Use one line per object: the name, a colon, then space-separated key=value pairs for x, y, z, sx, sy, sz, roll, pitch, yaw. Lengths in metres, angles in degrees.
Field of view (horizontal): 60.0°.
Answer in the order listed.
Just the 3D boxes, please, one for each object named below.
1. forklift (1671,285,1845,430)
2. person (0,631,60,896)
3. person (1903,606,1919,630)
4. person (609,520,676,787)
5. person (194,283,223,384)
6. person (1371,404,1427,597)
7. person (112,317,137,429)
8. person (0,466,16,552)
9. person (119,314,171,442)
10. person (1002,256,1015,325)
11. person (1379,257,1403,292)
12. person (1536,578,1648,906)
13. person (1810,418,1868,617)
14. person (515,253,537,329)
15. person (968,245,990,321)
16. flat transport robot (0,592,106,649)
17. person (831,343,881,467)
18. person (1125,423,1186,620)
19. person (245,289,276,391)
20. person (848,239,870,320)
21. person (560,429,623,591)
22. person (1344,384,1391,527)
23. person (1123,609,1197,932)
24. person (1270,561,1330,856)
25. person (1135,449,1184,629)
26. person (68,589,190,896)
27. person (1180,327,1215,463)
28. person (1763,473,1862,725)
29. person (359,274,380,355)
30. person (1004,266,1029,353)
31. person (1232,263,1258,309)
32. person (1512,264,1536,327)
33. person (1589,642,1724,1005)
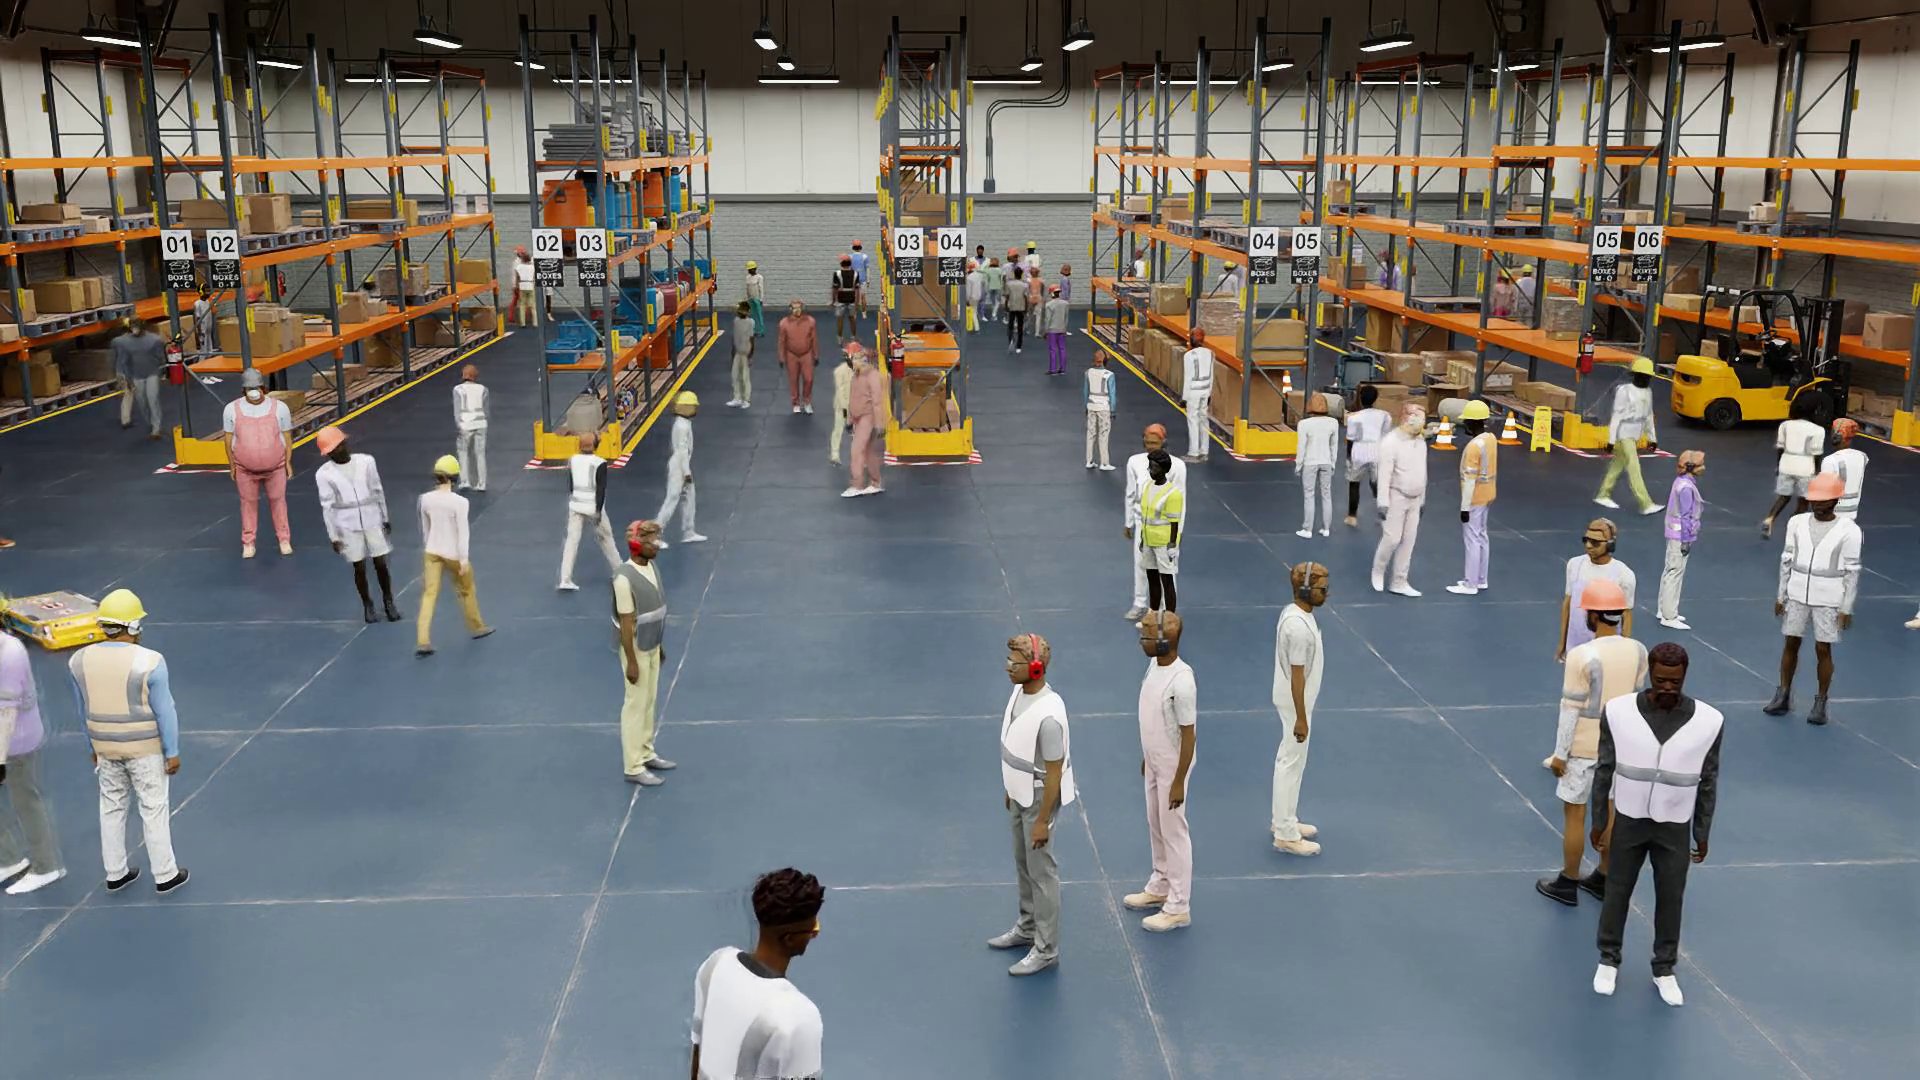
forklift: x=12.503 y=-2.886 z=26.166 sx=2.313 sy=2.155 sz=1.214 roll=-1 pitch=13 yaw=-3
person: x=-5.589 y=1.172 z=9.626 sx=0.580 sy=1.894 sz=0.561 roll=10 pitch=17 yaw=36
person: x=8.857 y=-0.046 z=14.882 sx=0.348 sy=1.846 sz=0.506 roll=-6 pitch=15 yaw=-24
person: x=-2.210 y=0.763 z=11.458 sx=0.372 sy=1.840 sz=0.569 roll=2 pitch=13 yaw=9
person: x=-13.999 y=-3.827 z=30.877 sx=0.324 sy=1.861 sz=0.512 roll=0 pitch=13 yaw=0
person: x=4.289 y=-0.384 z=16.243 sx=0.729 sy=1.878 sz=0.566 roll=-10 pitch=16 yaw=-36
person: x=-12.965 y=-2.608 z=25.990 sx=0.550 sy=1.735 sz=0.505 roll=5 pitch=14 yaw=21
person: x=-10.592 y=-0.853 z=17.973 sx=0.375 sy=1.997 sz=0.611 roll=-1 pitch=13 yaw=-3
person: x=-12.165 y=-2.450 z=24.933 sx=0.642 sy=1.916 sz=0.756 roll=-2 pitch=13 yaw=-9
person: x=1.264 y=-6.172 z=40.895 sx=0.515 sy=1.818 sz=0.906 roll=-2 pitch=13 yaw=-8
person: x=10.092 y=-5.759 z=39.125 sx=0.431 sy=1.835 sz=0.646 roll=-9 pitch=16 yaw=-33
person: x=3.642 y=1.164 z=9.590 sx=0.545 sy=1.928 sz=0.390 roll=-5 pitch=14 yaw=-21
person: x=8.117 y=-0.197 z=15.441 sx=0.584 sy=1.882 sz=0.349 roll=-8 pitch=15 yaw=-31
person: x=-10.436 y=-6.011 z=40.181 sx=0.605 sy=1.833 sz=0.457 roll=-5 pitch=14 yaw=-22
person: x=0.488 y=-6.490 z=42.034 sx=0.589 sy=1.914 sz=0.392 roll=-4 pitch=14 yaw=-15
flat transport robot: x=-8.187 y=0.701 z=15.091 sx=1.431 sy=0.197 sz=0.652 roll=11 pitch=17 yaw=40
person: x=-1.450 y=-1.822 z=22.703 sx=0.834 sy=1.696 sz=0.596 roll=10 pitch=16 yaw=36
person: x=1.794 y=-0.147 z=15.269 sx=0.583 sy=1.873 sz=0.357 roll=7 pitch=15 yaw=27
person: x=-12.407 y=-3.499 z=29.406 sx=0.542 sy=1.905 sz=0.836 roll=-1 pitch=13 yaw=-4
person: x=-2.603 y=-6.635 z=42.364 sx=0.608 sy=2.048 sz=0.365 roll=-1 pitch=13 yaw=-6
person: x=-3.700 y=-0.306 z=16.551 sx=0.533 sy=1.577 sz=0.953 roll=7 pitch=15 yaw=28
person: x=4.661 y=-0.938 z=19.002 sx=0.542 sy=1.679 sz=0.592 roll=-1 pitch=13 yaw=-6
person: x=1.143 y=1.274 z=9.298 sx=0.326 sy=1.840 sz=0.517 roll=-3 pitch=14 yaw=-13
person: x=2.109 y=1.030 z=10.326 sx=0.331 sy=1.843 sz=0.520 roll=2 pitch=13 yaw=9
person: x=1.792 y=0.018 z=14.946 sx=0.319 sy=1.693 sz=0.532 roll=-7 pitch=15 yaw=-28
person: x=-4.842 y=1.185 z=9.726 sx=0.589 sy=1.824 sz=0.404 roll=1 pitch=13 yaw=6
person: x=3.299 y=-2.020 z=23.162 sx=0.584 sy=1.882 sz=0.337 roll=-11 pitch=17 yaw=-40
person: x=6.503 y=0.450 z=12.642 sx=0.372 sy=1.932 sz=0.589 roll=-11 pitch=17 yaw=-40
person: x=-12.350 y=-4.699 z=34.851 sx=0.486 sy=1.730 sz=0.384 roll=-1 pitch=13 yaw=-3
person: x=1.197 y=-4.874 z=35.306 sx=0.542 sy=1.854 sz=0.628 roll=1 pitch=13 yaw=3
person: x=6.804 y=-5.976 z=39.585 sx=0.709 sy=2.000 sz=0.540 roll=-8 pitch=15 yaw=-30
person: x=12.452 y=-5.169 z=36.657 sx=0.598 sy=1.819 sz=0.419 roll=1 pitch=13 yaw=3
person: x=3.534 y=1.426 z=8.508 sx=0.589 sy=1.910 sz=0.375 roll=5 pitch=14 yaw=19
